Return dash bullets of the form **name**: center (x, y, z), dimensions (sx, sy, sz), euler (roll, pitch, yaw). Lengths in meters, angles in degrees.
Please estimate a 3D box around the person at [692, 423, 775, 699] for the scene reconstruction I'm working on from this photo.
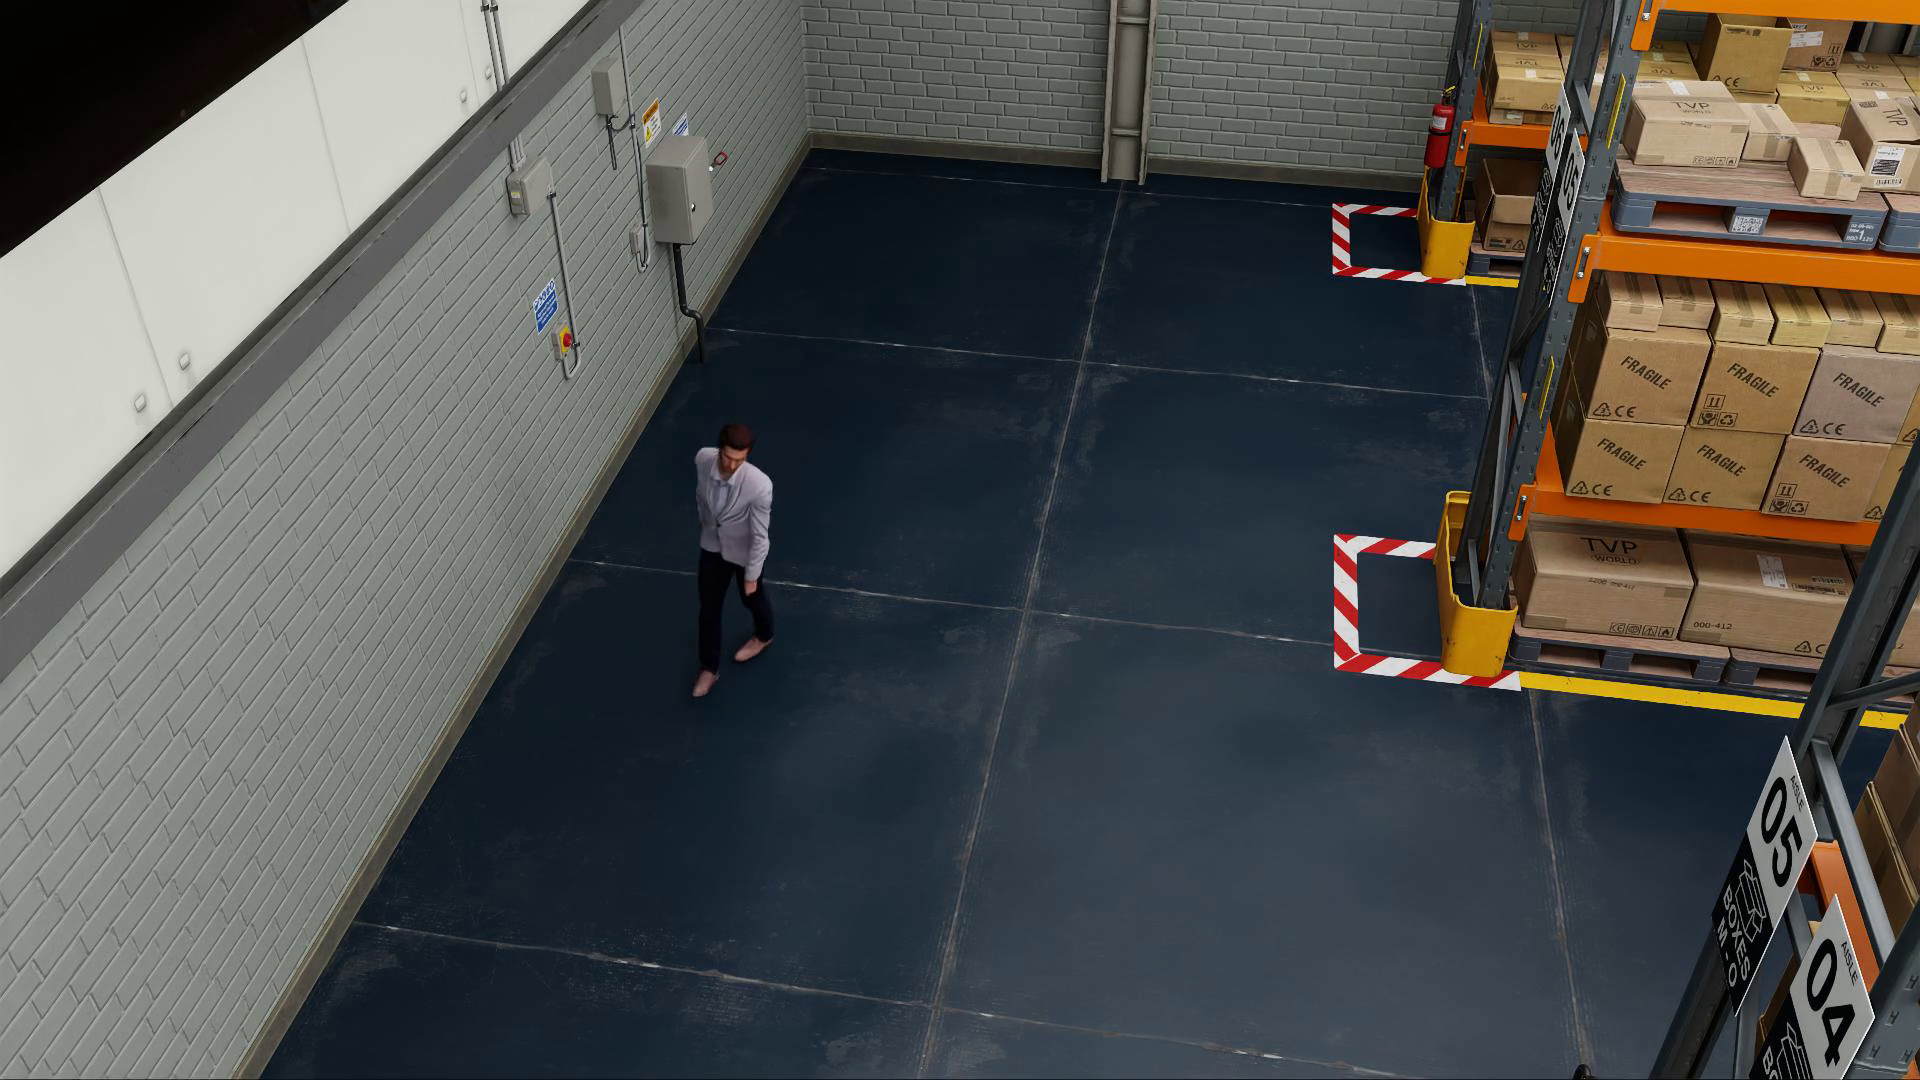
- **person**: center (-1.240, 0.011, 9.330), dimensions (1.006, 1.797, 0.983), euler (25, 44, 29)
